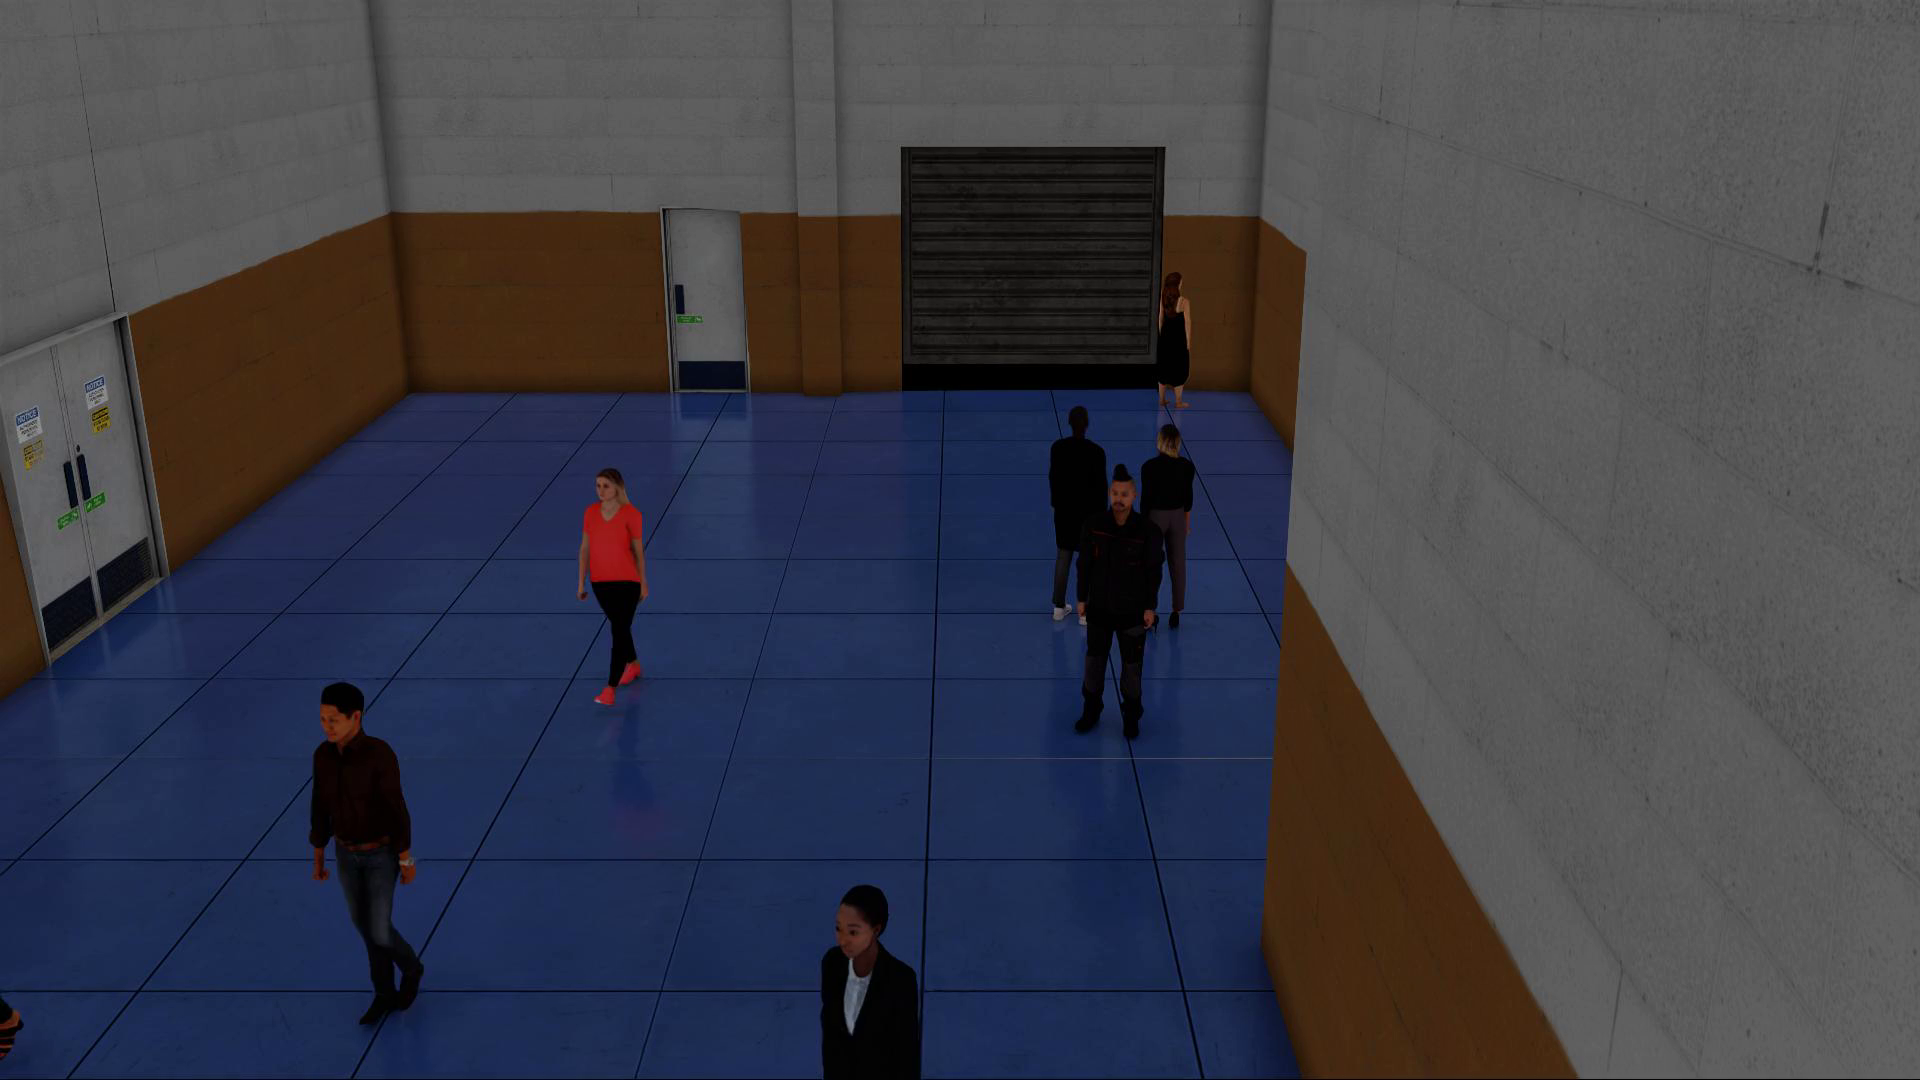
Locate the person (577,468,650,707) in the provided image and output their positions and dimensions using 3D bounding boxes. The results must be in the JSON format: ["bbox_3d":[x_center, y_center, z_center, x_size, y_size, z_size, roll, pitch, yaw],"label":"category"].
[{"bbox_3d":[-2.396,0.294,11.825,1.071,1.655,0.893,6,20,18],"label":"person"}]

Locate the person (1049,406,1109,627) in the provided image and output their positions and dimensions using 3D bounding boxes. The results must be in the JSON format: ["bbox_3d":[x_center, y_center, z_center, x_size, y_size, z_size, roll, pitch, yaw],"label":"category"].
[{"bbox_3d":[0.920,-0.201,13.125,0.671,1.761,0.791,11,21,29],"label":"person"}]

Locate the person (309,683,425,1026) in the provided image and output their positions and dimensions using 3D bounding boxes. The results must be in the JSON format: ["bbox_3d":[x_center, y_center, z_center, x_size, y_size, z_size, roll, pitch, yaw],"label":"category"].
[{"bbox_3d":[-2.832,1.490,8.093,0.687,1.773,0.829,6,20,17],"label":"person"}]

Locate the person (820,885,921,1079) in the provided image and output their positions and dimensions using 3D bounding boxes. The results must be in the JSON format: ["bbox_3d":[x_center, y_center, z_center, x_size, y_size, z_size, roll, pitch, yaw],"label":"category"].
[{"bbox_3d":[-0.272,2.091,6.240,0.979,1.817,0.925,10,21,26],"label":"person"}]

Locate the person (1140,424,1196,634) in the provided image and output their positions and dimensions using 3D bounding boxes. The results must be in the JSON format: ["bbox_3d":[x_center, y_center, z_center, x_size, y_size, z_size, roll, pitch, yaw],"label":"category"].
[{"bbox_3d":[1.592,-0.090,12.937,0.551,1.671,0.712,-5,19,-14],"label":"person"}]

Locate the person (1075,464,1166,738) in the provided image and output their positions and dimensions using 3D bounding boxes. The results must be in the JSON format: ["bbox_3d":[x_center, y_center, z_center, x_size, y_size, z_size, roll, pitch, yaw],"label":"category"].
[{"bbox_3d":[1.052,0.396,11.157,0.686,1.865,0.893,6,20,17],"label":"person"}]

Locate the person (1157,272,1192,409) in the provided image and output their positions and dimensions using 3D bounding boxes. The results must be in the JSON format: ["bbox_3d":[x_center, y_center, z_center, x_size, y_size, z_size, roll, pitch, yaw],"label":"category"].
[{"bbox_3d":[2.531,-2.383,19.811,0.661,1.625,0.734,13,23,35],"label":"person"}]
